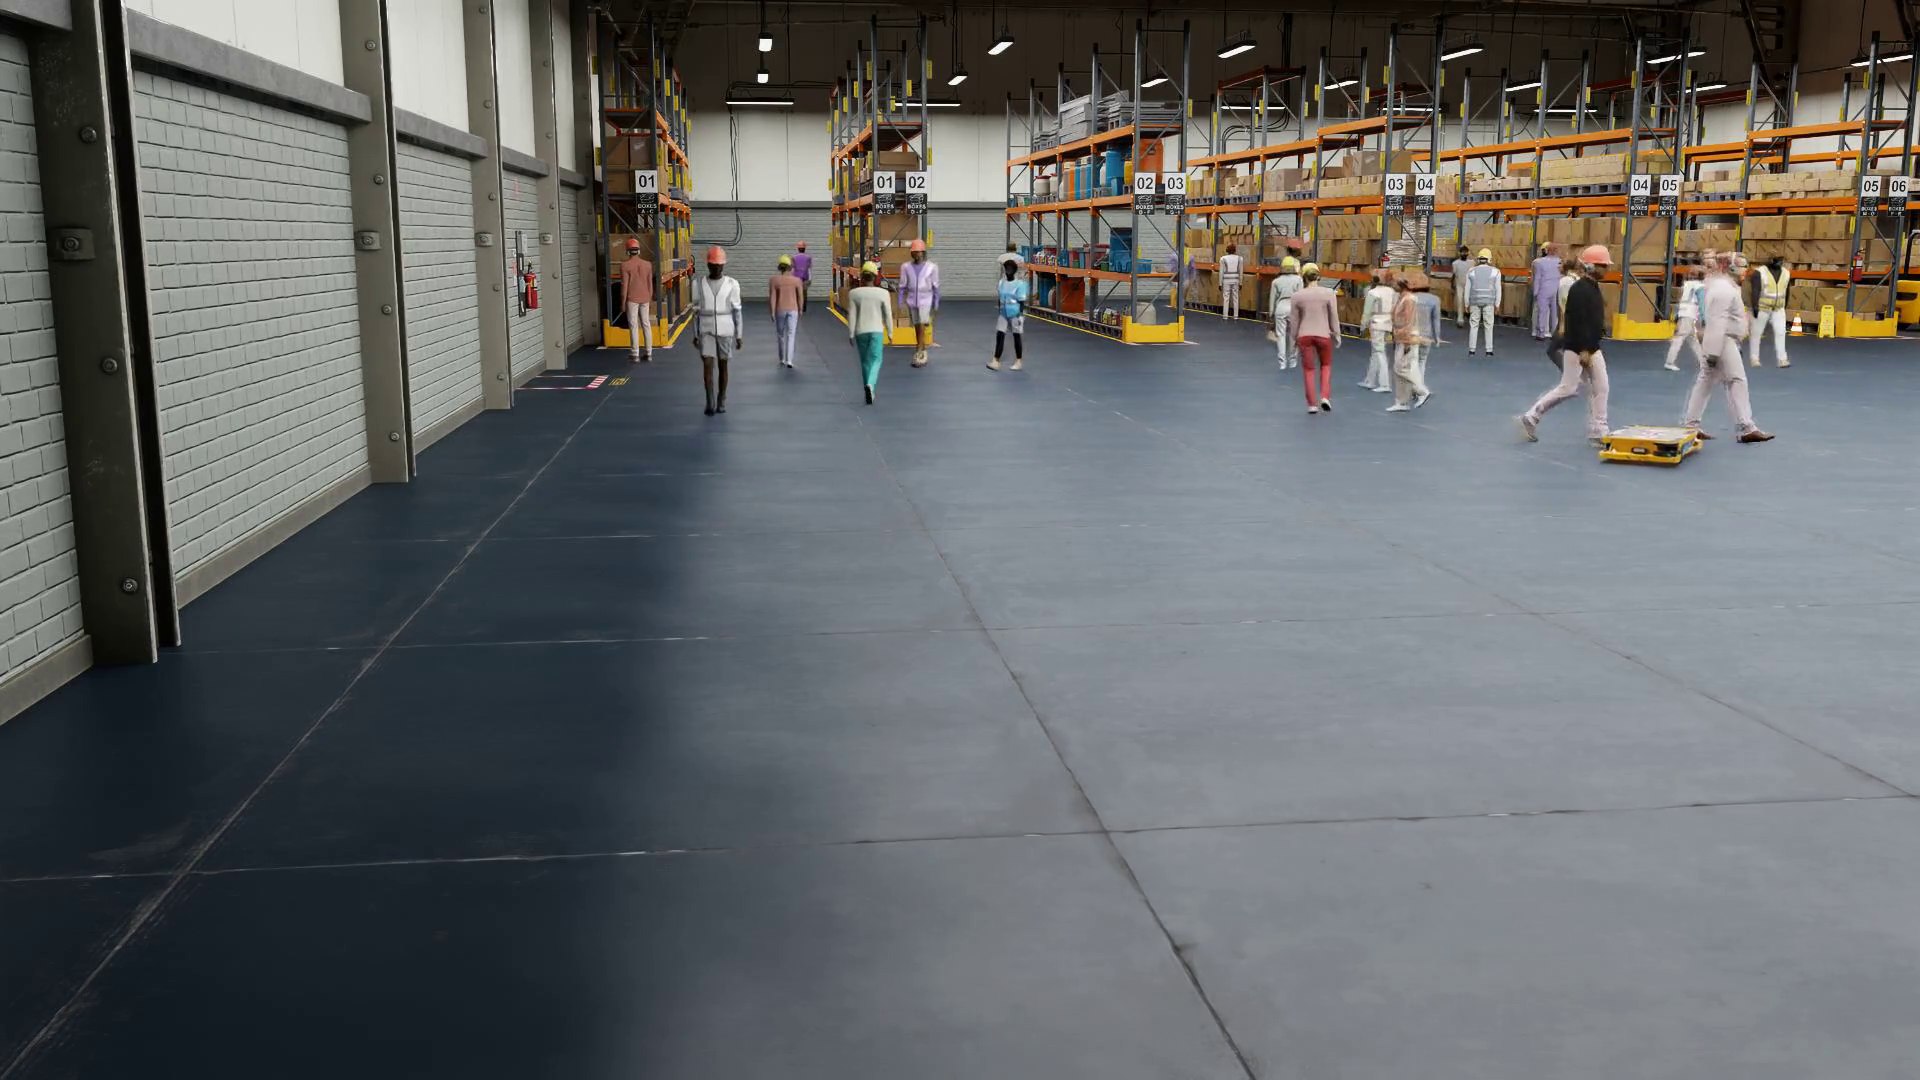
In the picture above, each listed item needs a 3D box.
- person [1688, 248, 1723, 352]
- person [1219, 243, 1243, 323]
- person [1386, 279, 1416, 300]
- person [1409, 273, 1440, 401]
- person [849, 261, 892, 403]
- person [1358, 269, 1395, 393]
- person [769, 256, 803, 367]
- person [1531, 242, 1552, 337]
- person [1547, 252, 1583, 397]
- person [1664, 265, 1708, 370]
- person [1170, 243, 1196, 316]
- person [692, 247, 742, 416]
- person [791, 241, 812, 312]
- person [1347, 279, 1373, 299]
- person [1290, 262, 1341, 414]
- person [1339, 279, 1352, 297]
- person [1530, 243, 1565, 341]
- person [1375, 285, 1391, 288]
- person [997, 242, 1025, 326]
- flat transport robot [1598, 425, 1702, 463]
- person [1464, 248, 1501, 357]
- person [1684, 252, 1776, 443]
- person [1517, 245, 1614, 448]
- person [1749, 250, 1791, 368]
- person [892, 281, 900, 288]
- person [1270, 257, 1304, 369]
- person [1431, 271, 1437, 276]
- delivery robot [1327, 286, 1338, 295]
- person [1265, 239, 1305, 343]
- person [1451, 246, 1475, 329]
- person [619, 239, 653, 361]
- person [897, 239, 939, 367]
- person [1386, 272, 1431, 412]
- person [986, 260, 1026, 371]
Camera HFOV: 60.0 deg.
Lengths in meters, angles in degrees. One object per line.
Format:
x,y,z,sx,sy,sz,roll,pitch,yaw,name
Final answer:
11.809,-3.666,26.201,0.654,1.862,0.780,6,12,30,person
6.375,-6.045,39.163,0.575,1.885,0.355,-1,10,-7,person
9.500,-5.403,35.791,0.658,1.827,0.479,0,10,-1,person
5.703,-2.523,20.679,0.506,1.587,0.856,1,10,3,person
-1.110,-2.547,20.386,0.534,1.737,0.790,1,10,8,person
5.430,-2.749,21.858,0.527,1.604,0.767,-8,13,-37,person
-2.721,-3.574,26.084,0.522,1.723,0.926,-1,10,-3,person
11.854,-5.079,33.751,0.368,1.926,0.587,-7,13,-35,person
7.710,-2.720,21.072,0.506,1.833,0.426,-9,14,-40,person
11.149,-3.370,25.298,0.890,1.591,0.539,0,10,-1,person
5.747,-6.704,42.780,0.648,1.889,1.014,-1,10,-6,person
-2.753,-2.354,18.874,0.561,1.895,0.963,-1,10,-7,person
-4.275,-7.095,44.846,0.548,1.916,0.796,0,10,-1,person
9.323,-5.907,38.670,0.657,1.787,0.988,-1,10,-4,person
4.091,-2.318,19.144,0.596,1.723,0.456,3,11,16,person
9.510,-6.281,40.530,0.528,1.858,0.612,1,10,4,person
11.542,-4.857,32.625,0.695,1.900,0.400,-1,10,-4,person
10.320,-6.197,40.088,0.601,1.870,0.979,-1,10,-6,person
1.163,-5.888,38.239,0.628,1.896,0.990,0,10,-2,person
6.383,-0.894,15.350,0.652,0.197,1.431,7,12,32,flat transport robot
8.856,-4.016,28.190,0.595,1.828,0.403,4,11,22,person
7.676,-1.895,16.460,0.919,1.870,0.651,3,11,16,person
5.951,-1.868,16.076,0.607,1.957,0.948,-10,14,-43,person
12.597,-3.565,25.795,0.649,1.809,0.857,0,10,-1,person
-1.600,-7.186,45.592,0.595,1.825,1.004,-2,11,-11,person
5.030,-3.495,25.634,0.507,1.704,0.739,2,11,13,person
13.361,-7.616,47.639,0.641,1.933,1.053,1,10,3,person
10.958,-7.297,49.415,0.707,0.478,0.477,0,10,-2,delivery robot
6.339,-4.751,31.801,1.061,1.992,0.632,-1,10,-4,person
11.207,-5.613,36.984,0.539,1.824,0.968,0,10,2,person
-5.295,-3.910,27.162,0.613,1.991,0.391,-10,14,-44,person
-0.654,-3.712,26.118,0.624,1.989,1.076,2,11,13,person
5.172,-2.276,19.205,0.425,1.622,0.537,0,10,1,person
0.717,-3.381,25.113,0.552,1.666,0.702,7,13,35,person
